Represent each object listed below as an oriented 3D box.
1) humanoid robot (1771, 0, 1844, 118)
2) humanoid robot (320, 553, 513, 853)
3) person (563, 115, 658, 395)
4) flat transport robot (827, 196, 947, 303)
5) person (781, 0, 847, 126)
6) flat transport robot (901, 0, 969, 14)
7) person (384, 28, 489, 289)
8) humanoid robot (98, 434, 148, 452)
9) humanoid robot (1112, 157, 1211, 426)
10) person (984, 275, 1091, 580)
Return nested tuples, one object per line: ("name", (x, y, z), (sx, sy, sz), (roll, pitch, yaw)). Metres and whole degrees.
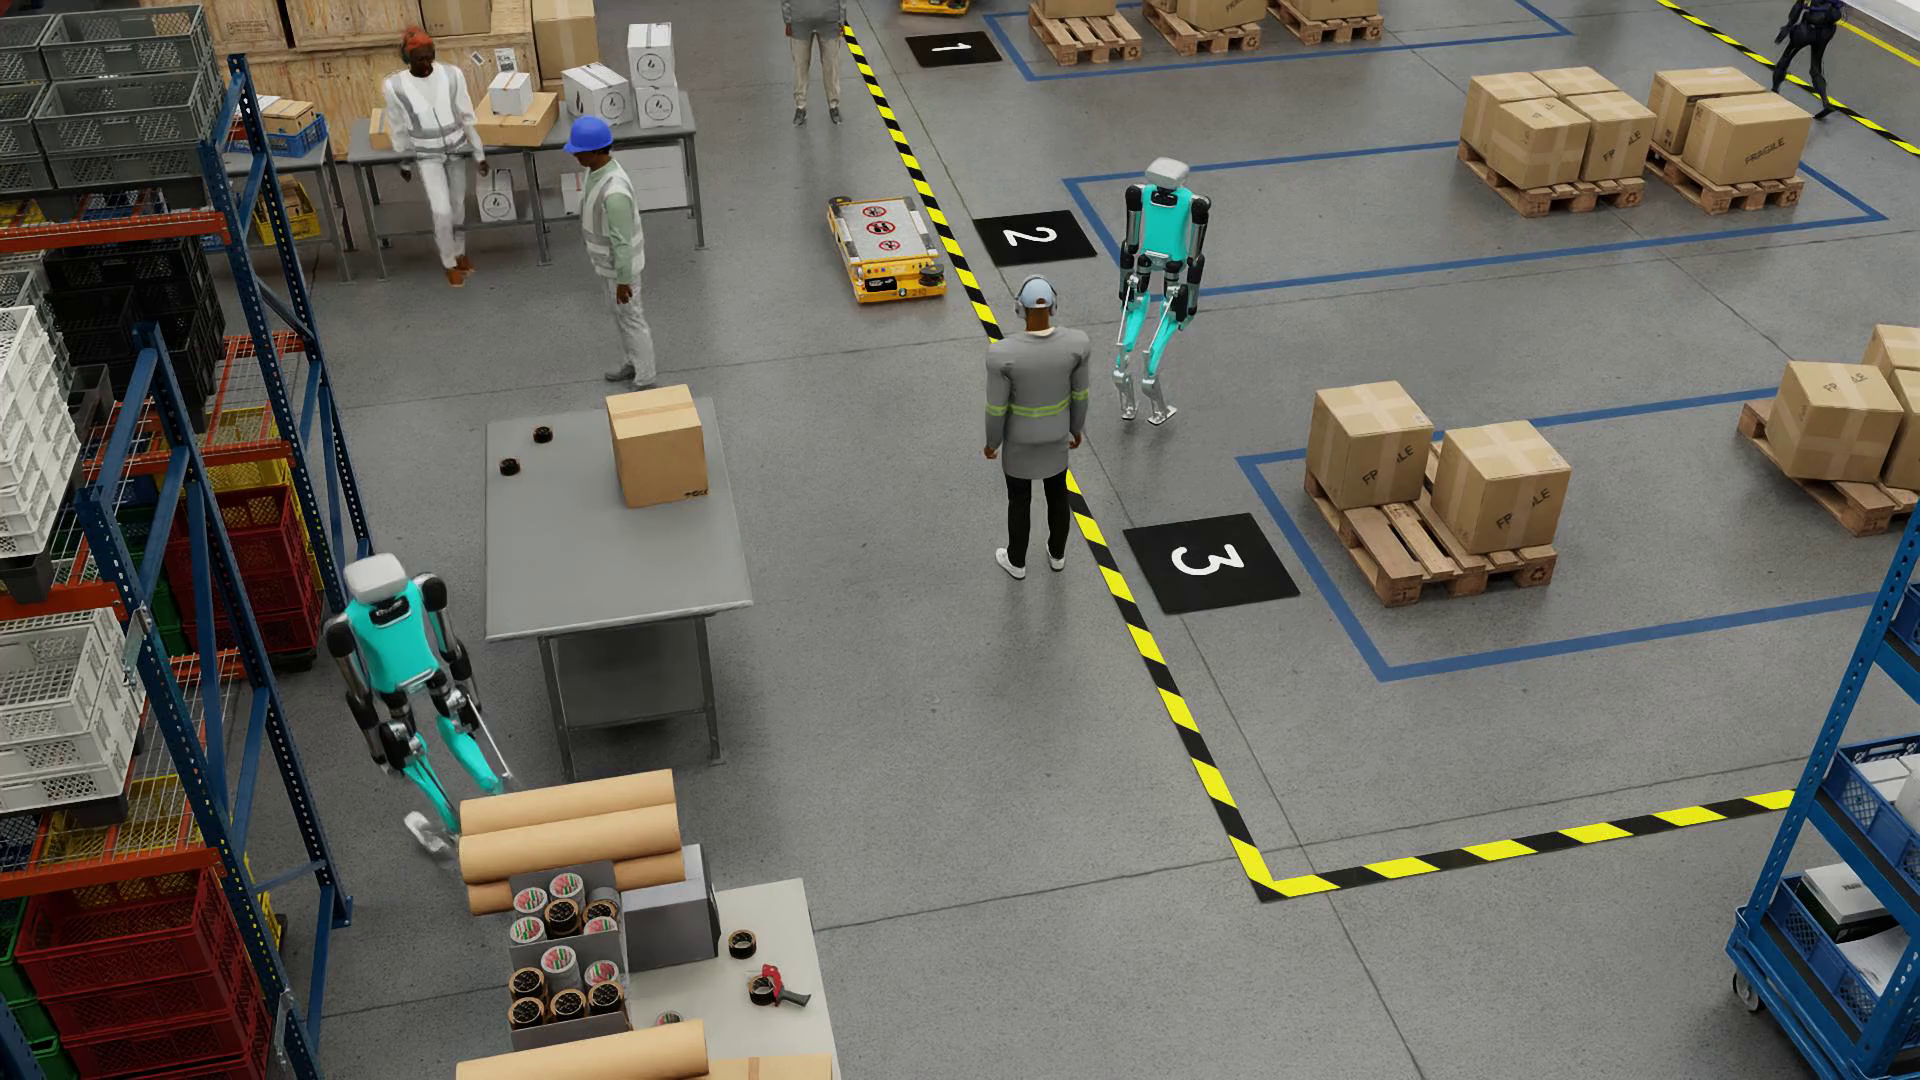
("humanoid robot", (7.455, -4.485, 14.431), (0.598, 1.641, 0.722), (-15, 39, -19))
("humanoid robot", (-2.237, 0.880, 7.134), (0.552, 1.758, 0.926), (-27, 45, -32))
("person", (-2.197, -1.771, 10.538), (0.420, 1.940, 0.612), (-13, 39, -17))
("flat transport robot", (-0.570, -2.220, 12.538), (0.659, 0.231, 1.431), (-8, 37, -10))
("person", (-1.245, -4.442, 14.271), (0.563, 1.762, 0.403), (-3, 37, -5))
("flat transport robot", (-0.178, -5.829, 17.365), (0.652, 0.197, 1.431), (5, 37, 6))
("person", (-3.675, -2.703, 11.848), (0.565, 1.857, 0.669), (-23, 42, -27))
("humanoid robot", (-4.927, -0.859, 9.541), (0.417, 1.638, 0.610), (8, 37, 11))
("humanoid robot", (1.140, -1.431, 10.134), (0.533, 1.677, 0.735), (17, 40, 21))
("person", (0.403, -0.603, 9.042), (0.586, 1.848, 0.393), (-10, 38, -13))
